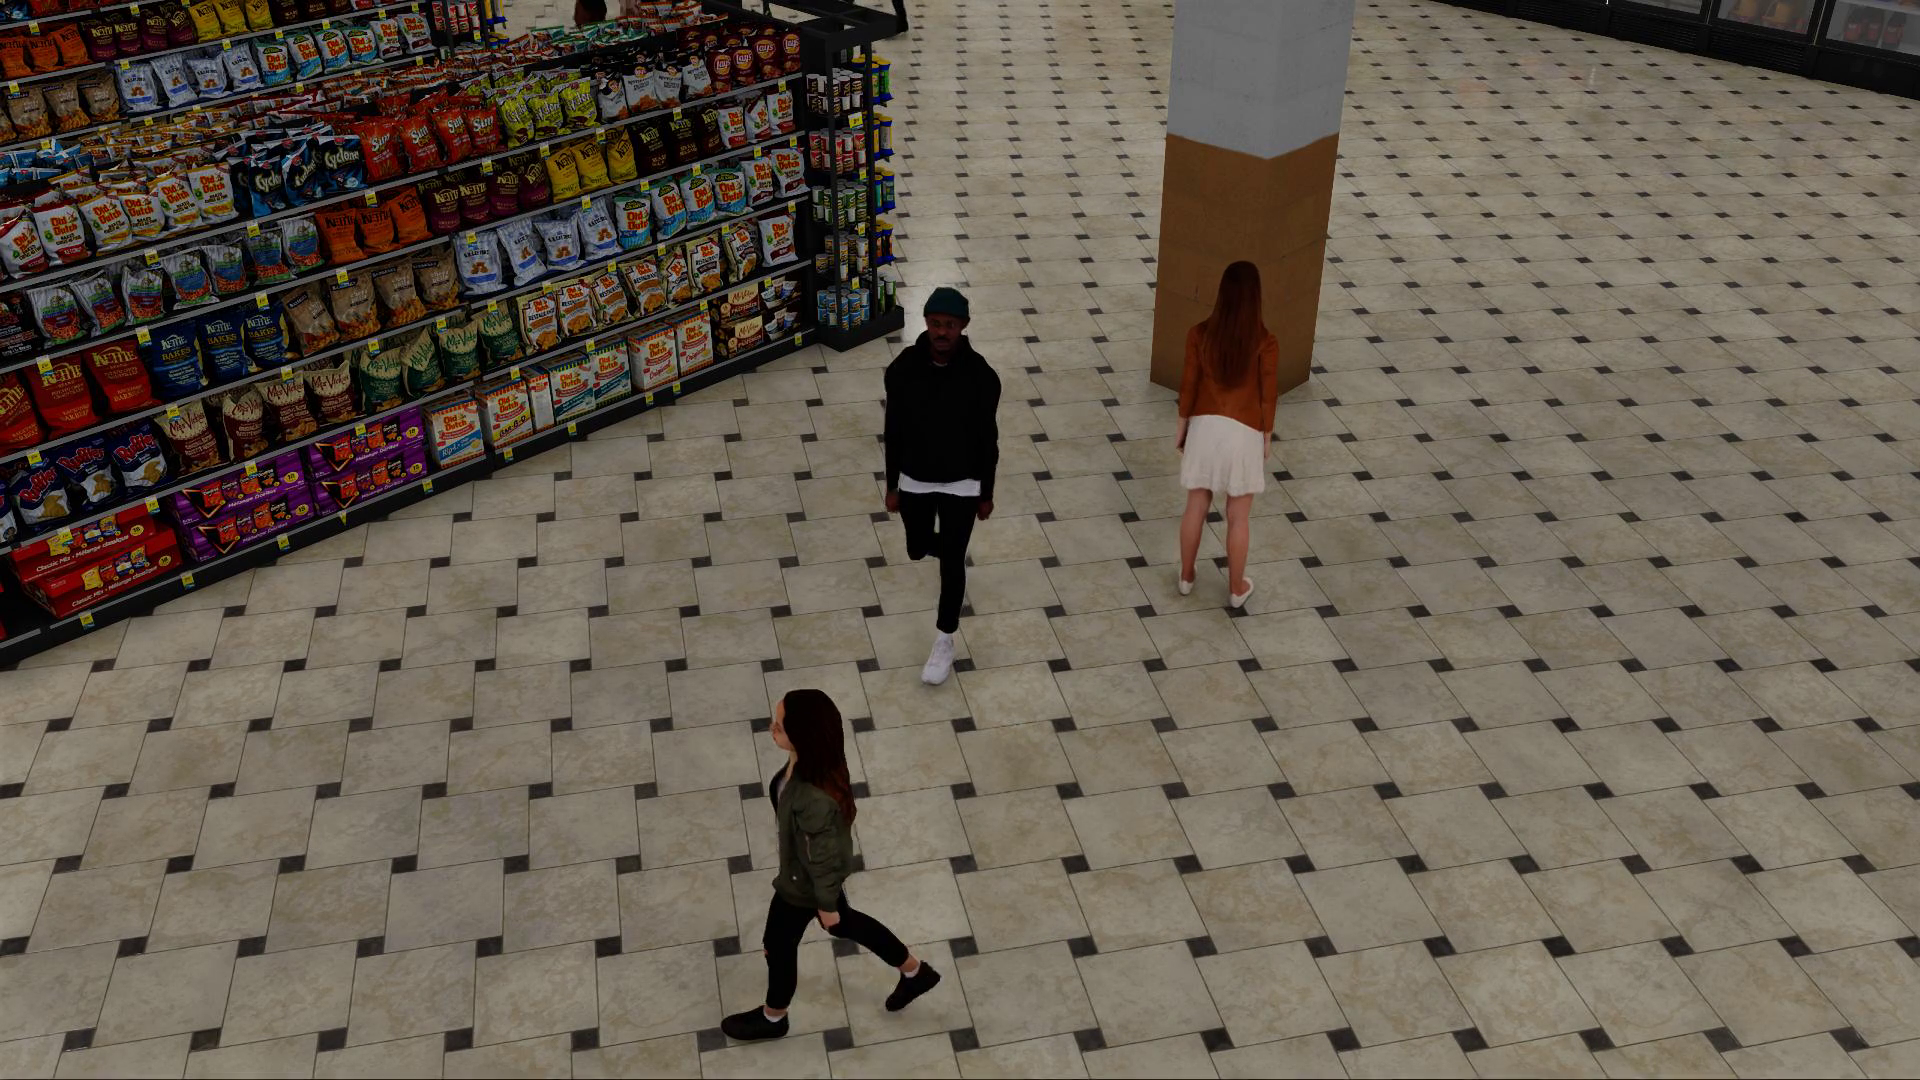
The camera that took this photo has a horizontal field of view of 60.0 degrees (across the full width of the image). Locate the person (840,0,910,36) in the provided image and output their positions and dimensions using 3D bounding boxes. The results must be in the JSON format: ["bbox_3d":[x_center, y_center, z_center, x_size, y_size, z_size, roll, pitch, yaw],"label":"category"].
[{"bbox_3d":[-0.791,-5.825,16.223,1.262,1.858,0.881,-19,37,-28],"label":"person"}]

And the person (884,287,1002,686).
[{"bbox_3d":[-0.073,-0.300,7.400,1.012,1.798,1.219,8,33,13],"label":"person"}]

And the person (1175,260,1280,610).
[{"bbox_3d":[1.235,-0.476,7.759,0.689,1.718,0.686,12,34,19],"label":"person"}]

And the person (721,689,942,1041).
[{"bbox_3d":[-0.417,1.089,5.499,1.058,1.449,0.975,-1,32,-2],"label":"person"}]

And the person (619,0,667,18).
[{"bbox_3d":[-2.436,-3.656,12.826,0.663,1.764,0.860,27,41,36],"label":"person"}]
